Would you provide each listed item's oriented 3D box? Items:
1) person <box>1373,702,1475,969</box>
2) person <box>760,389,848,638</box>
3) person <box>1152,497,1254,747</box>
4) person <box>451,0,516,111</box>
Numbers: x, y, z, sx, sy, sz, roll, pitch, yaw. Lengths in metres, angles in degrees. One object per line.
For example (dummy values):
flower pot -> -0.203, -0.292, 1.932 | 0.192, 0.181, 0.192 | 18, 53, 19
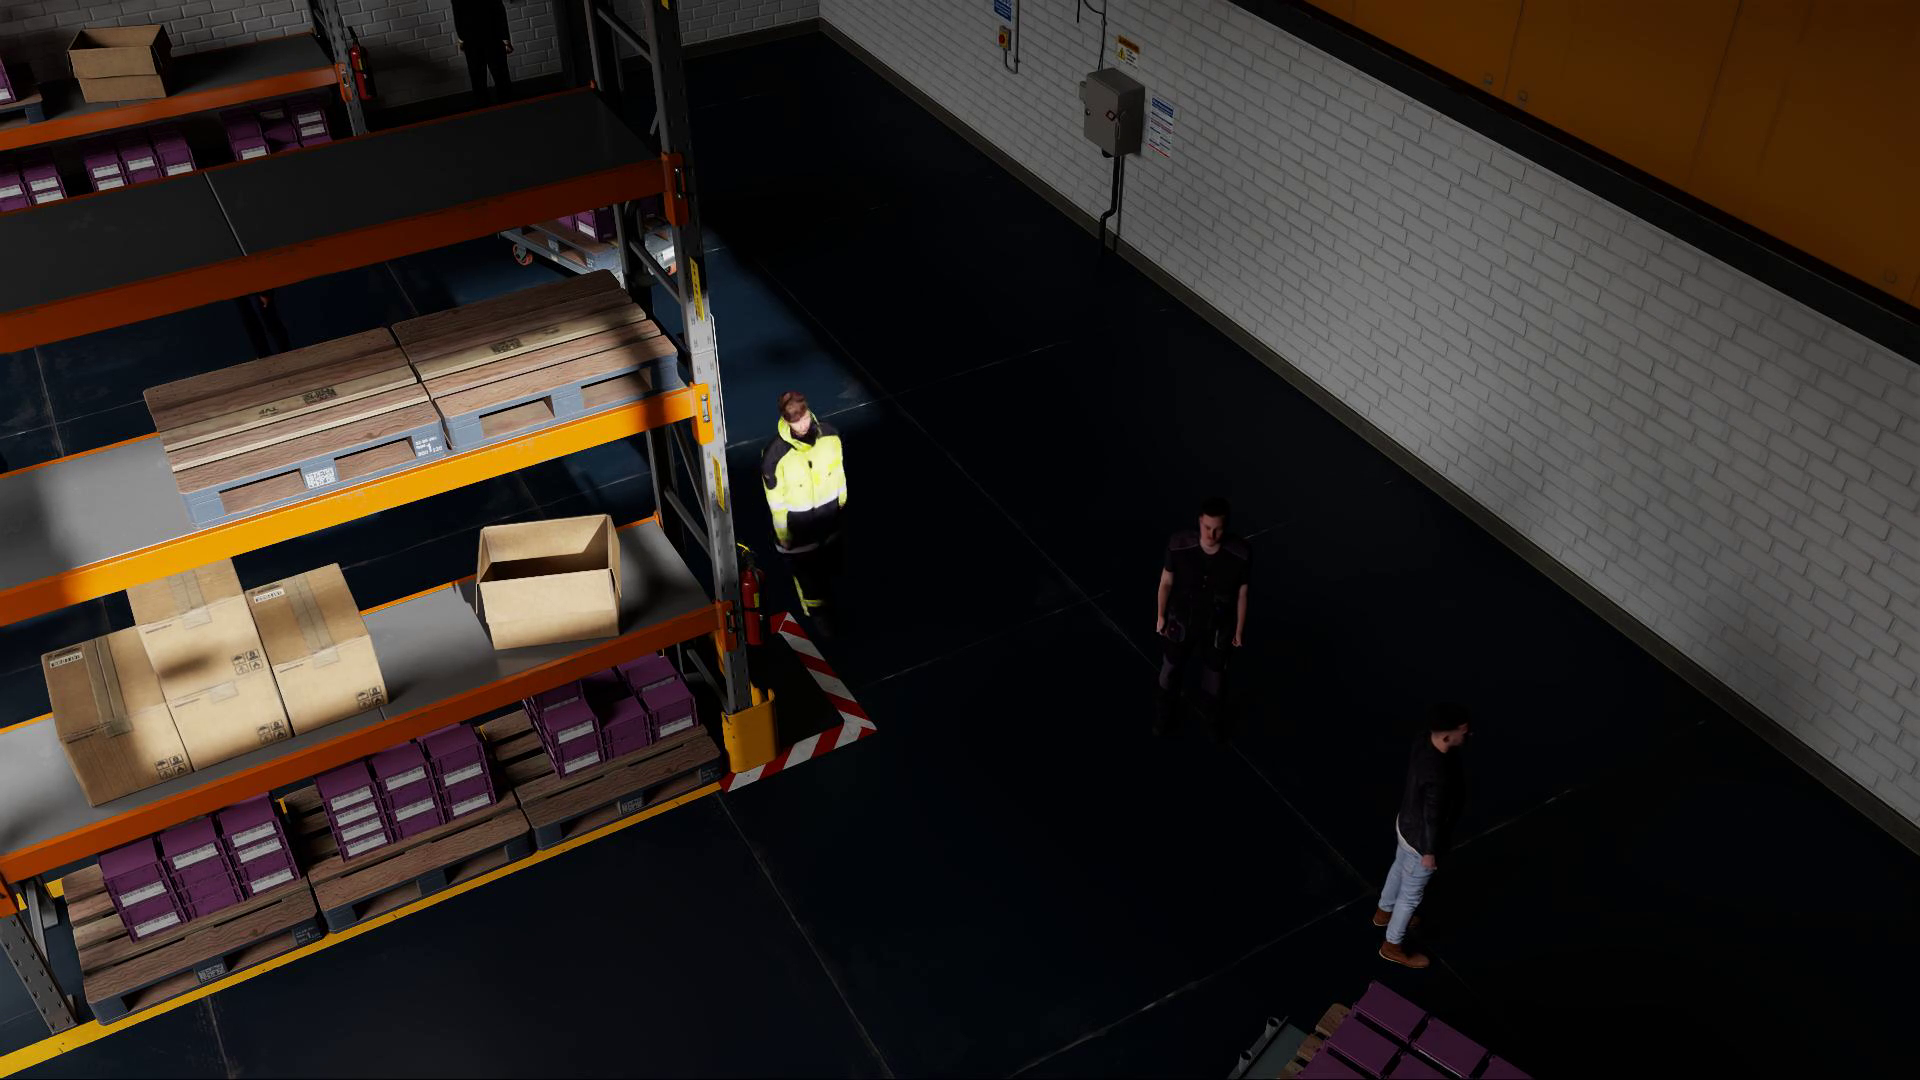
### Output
person -> 2.442, 1.530, 8.795 | 0.748, 1.837, 0.736 | 3, 39, 4
person -> -1.059, -0.219, 10.891 | 0.849, 1.955, 0.908 | -29, 47, -31
person -> 1.466, 0.476, 10.110 | 0.776, 1.844, 0.842 | 9, 39, 11
person -> -4.923, -5.188, 17.154 | 0.729, 1.904, 0.858 | -1, 39, -1
